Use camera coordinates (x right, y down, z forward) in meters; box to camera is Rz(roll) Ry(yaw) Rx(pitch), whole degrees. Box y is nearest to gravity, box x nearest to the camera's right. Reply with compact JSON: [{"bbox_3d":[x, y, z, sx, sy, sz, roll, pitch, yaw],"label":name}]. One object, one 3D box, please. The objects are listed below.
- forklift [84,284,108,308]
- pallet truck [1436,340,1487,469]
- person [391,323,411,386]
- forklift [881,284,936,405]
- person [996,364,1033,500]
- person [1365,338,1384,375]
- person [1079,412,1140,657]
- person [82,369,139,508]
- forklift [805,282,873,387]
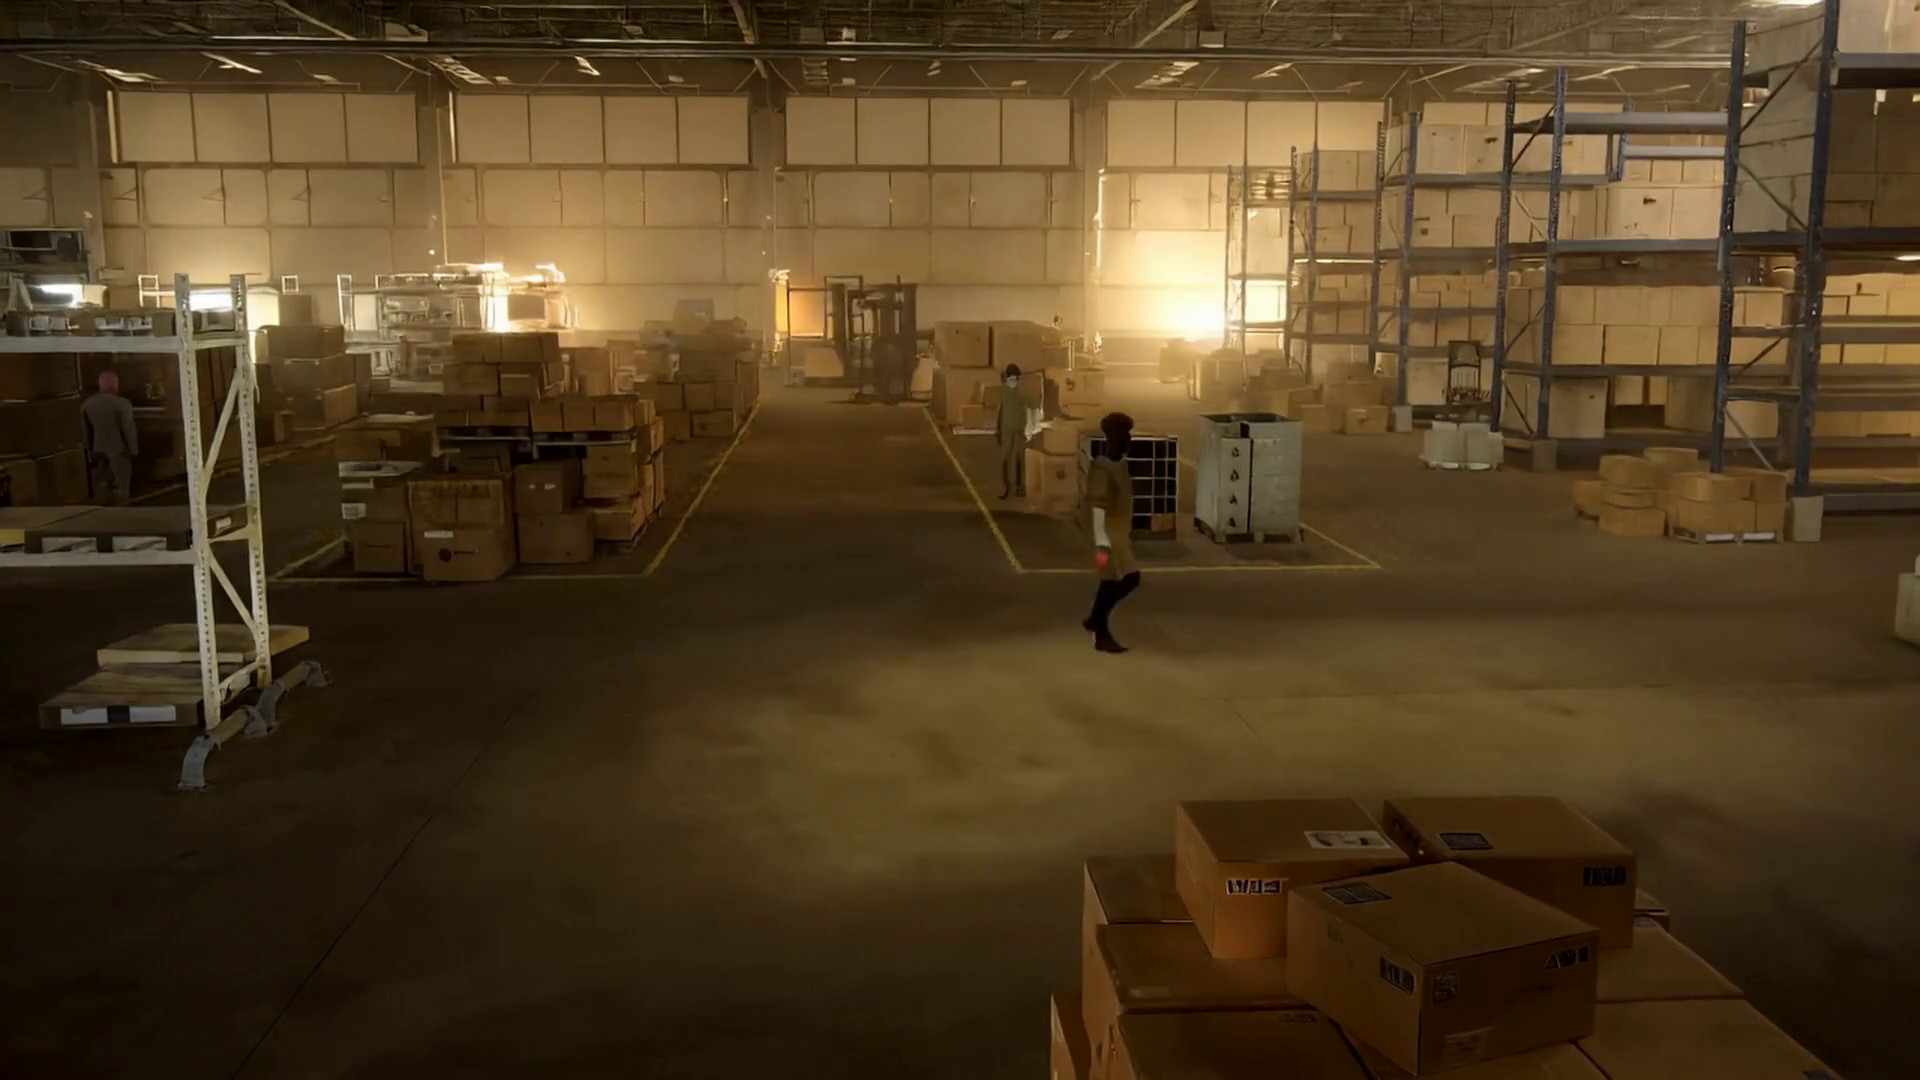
[{"bbox_3d":[-19.015,-4.250,36.714,1.873,2.768,1.129,-5,10,-30],"label":"forklift"},{"bbox_3d":[8.004,-2.170,26.422,0.823,1.965,1.885,2,9,14],"label":"pallet truck"},{"bbox_3d":[-12.774,-4.003,38.153,0.453,1.924,0.568,-3,10,-19],"label":"person"},{"bbox_3d":[-1.404,-4.621,39.044,1.873,2.768,1.129,-9,13,-44],"label":"forklift"},{"bbox_3d":[0.722,-1.446,22.400,0.537,1.835,0.907,2,9,10],"label":"person"},{"bbox_3d":[9.317,-3.732,37.378,0.328,1.634,0.520,-6,11,-34],"label":"person"},{"bbox_3d":[1.210,-0.041,13.172,0.422,1.952,0.634,4,10,25],"label":"person"},{"bbox_3d":[-9.817,-1.003,19.278,0.635,1.937,0.352,2,9,13],"label":"person"},{"bbox_3d":[-3.244,-5.534,44.780,1.873,2.768,1.129,-1,9,-4],"label":"forklift"}]
